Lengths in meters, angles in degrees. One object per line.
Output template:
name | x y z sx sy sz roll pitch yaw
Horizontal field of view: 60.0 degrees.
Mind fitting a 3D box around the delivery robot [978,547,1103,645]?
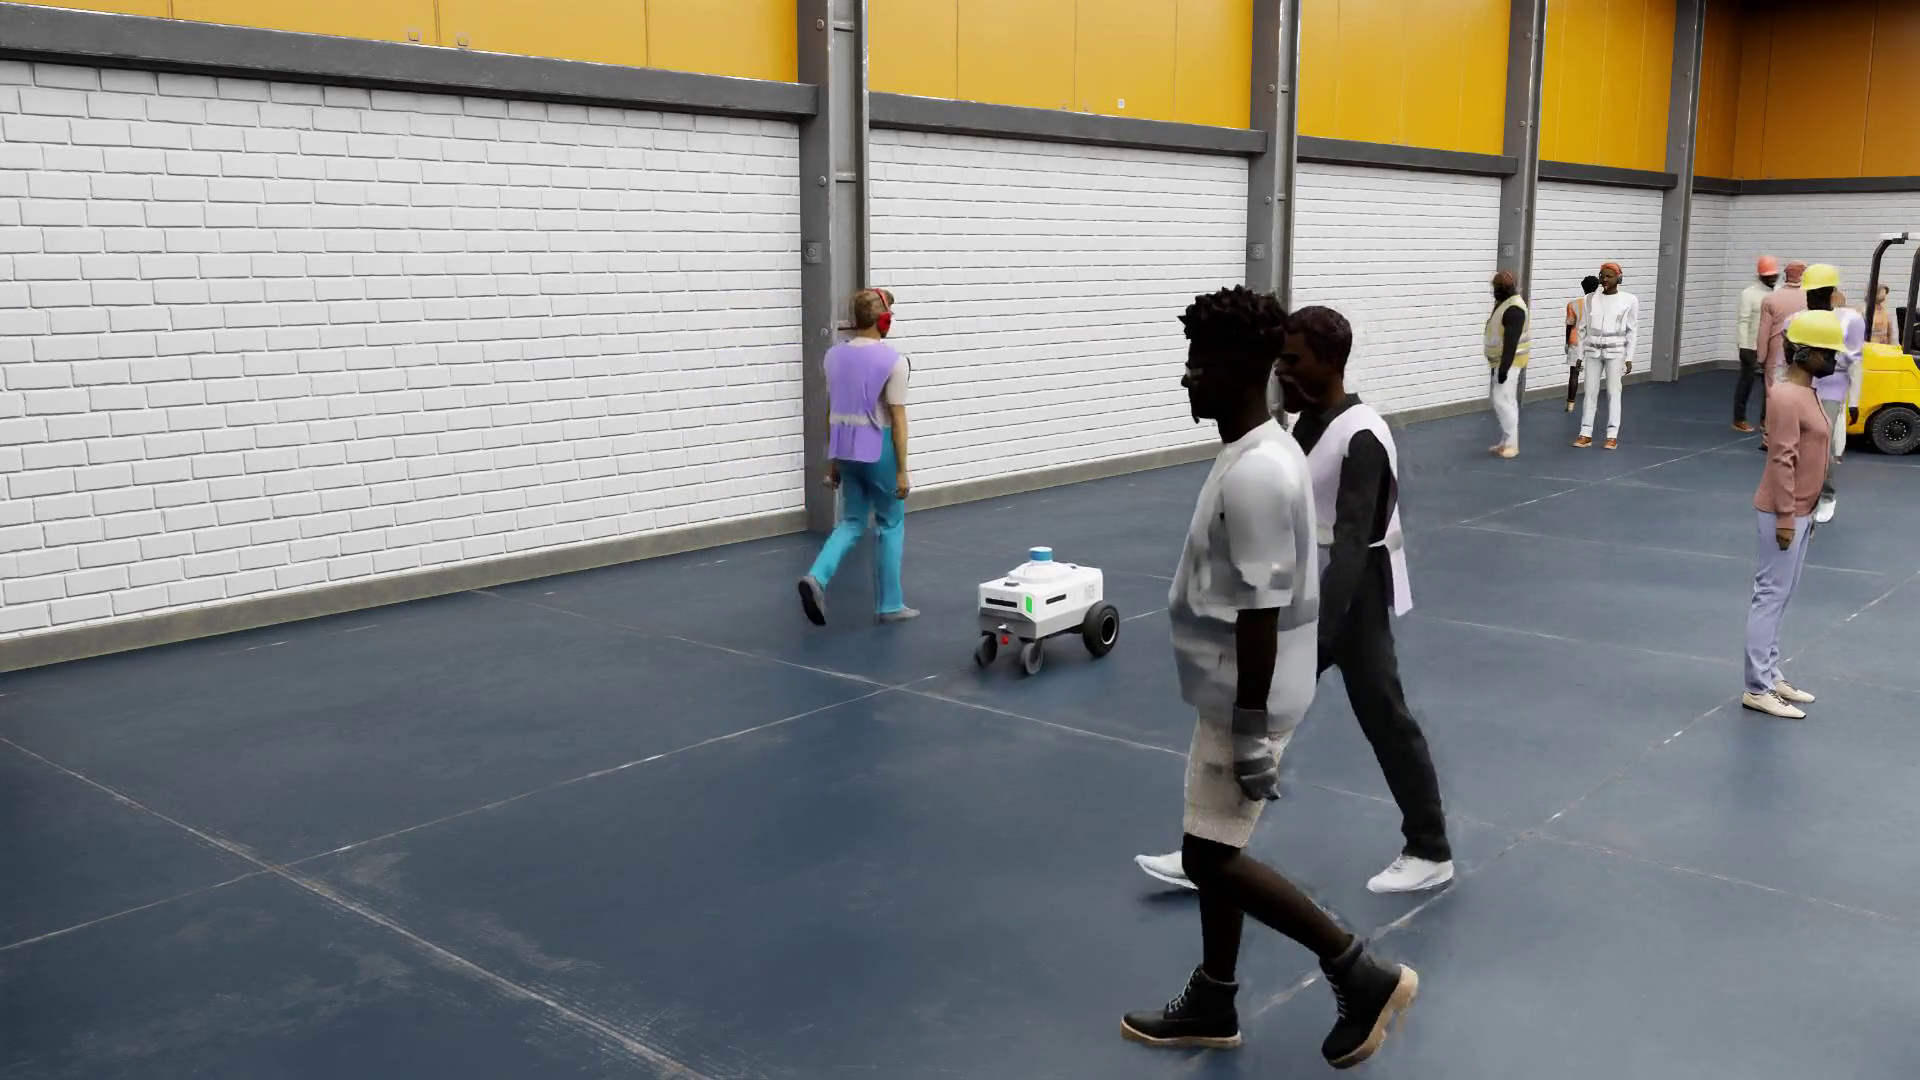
delivery robot | 0.399 0.279 8.178 0.477 0.478 0.707 7 12 35

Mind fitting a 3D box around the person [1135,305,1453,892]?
person | 1.114 0.218 5.131 1.059 1.859 0.597 -3 10 -16

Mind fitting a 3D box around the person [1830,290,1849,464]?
person | 8.190 -1.531 15.682 0.498 1.633 0.289 2 10 12

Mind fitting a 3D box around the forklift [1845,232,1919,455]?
forklift | 9.955 -1.972 16.595 2.313 2.155 1.214 1 10 8

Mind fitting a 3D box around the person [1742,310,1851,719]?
person | 3.647 -0.117 7.267 0.317 1.765 0.522 7 12 34

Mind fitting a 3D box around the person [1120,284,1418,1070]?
person | 0.749 0.357 4.041 0.627 1.944 0.612 2 10 13

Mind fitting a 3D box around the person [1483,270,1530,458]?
person | 5.302 -1.702 16.173 0.433 1.816 0.698 2 10 11

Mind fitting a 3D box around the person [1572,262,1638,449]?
person | 6.528 -1.859 16.840 0.573 1.883 0.355 8 13 37

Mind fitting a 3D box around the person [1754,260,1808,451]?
person | 8.260 -1.820 16.555 0.651 1.904 0.401 3 10 15

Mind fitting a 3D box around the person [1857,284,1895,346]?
person | 11.075 -2.303 20.181 0.534 1.589 0.858 -4 11 -22

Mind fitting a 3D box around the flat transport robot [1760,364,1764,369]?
flat transport robot | 13.437 -2.755 26.528 1.431 0.197 0.652 1 10 3

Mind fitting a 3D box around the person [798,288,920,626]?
person | -0.526 -0.418 8.817 0.571 1.826 0.716 8 13 39

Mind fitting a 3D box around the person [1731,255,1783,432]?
person | 8.754 -2.133 18.202 0.638 1.942 0.735 -1 10 -8

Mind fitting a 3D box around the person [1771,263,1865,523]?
person | 6.223 -1.048 12.124 0.416 1.911 0.626 -7 12 -34

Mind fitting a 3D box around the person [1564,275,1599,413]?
person | 7.735 -2.413 20.544 0.534 1.691 0.318 2 10 13
